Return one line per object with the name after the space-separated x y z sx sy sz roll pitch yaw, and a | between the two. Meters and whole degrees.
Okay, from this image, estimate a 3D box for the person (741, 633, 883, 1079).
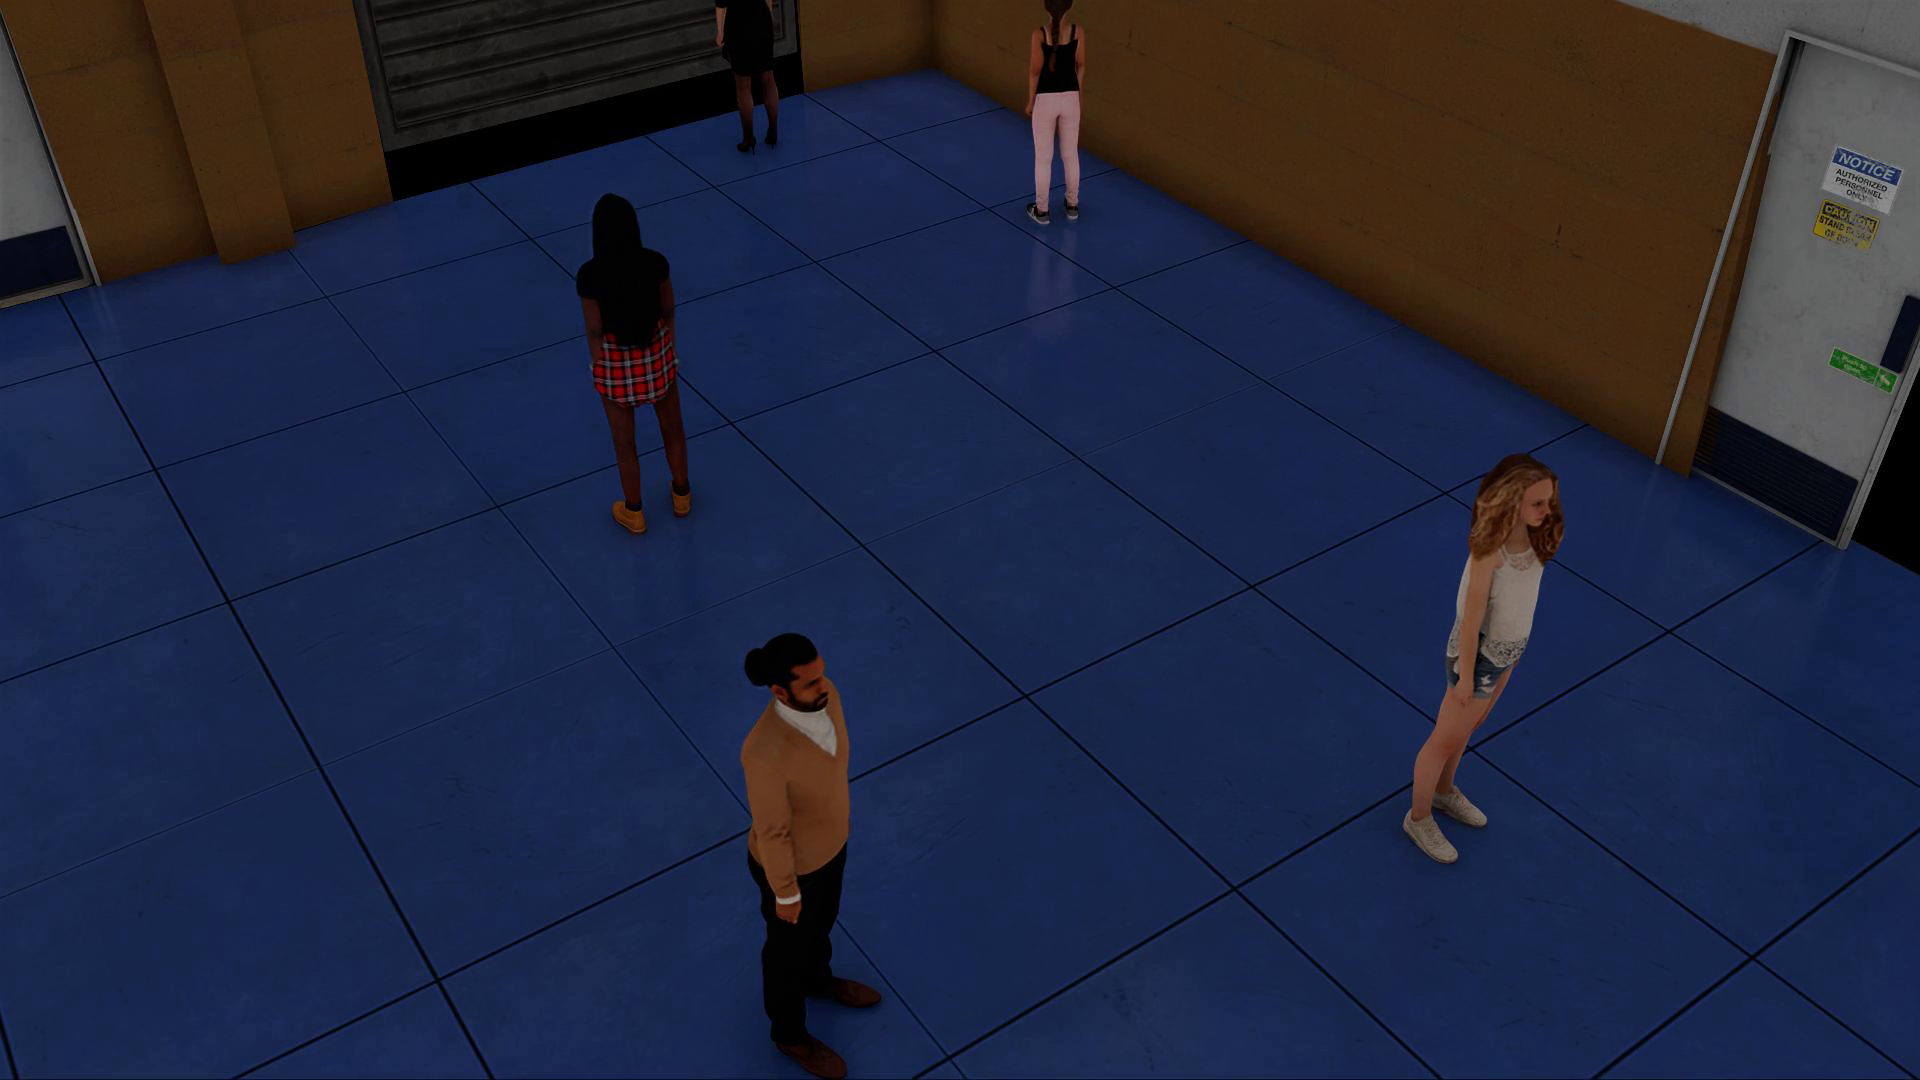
-0.510 0.993 5.362 0.818 1.754 0.724 13 39 17 | person

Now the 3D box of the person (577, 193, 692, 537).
-1.518 -0.813 7.791 0.540 1.729 0.669 -20 41 -25 | person

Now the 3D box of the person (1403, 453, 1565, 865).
1.900 0.425 6.115 0.671 1.760 0.521 29 45 33 | person

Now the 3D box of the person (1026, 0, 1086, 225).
0.612 -2.760 10.521 0.571 1.565 0.676 -8 38 -10 | person

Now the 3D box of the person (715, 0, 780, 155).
-1.444 -3.471 11.337 0.449 1.706 0.657 -20 41 -24 | person
